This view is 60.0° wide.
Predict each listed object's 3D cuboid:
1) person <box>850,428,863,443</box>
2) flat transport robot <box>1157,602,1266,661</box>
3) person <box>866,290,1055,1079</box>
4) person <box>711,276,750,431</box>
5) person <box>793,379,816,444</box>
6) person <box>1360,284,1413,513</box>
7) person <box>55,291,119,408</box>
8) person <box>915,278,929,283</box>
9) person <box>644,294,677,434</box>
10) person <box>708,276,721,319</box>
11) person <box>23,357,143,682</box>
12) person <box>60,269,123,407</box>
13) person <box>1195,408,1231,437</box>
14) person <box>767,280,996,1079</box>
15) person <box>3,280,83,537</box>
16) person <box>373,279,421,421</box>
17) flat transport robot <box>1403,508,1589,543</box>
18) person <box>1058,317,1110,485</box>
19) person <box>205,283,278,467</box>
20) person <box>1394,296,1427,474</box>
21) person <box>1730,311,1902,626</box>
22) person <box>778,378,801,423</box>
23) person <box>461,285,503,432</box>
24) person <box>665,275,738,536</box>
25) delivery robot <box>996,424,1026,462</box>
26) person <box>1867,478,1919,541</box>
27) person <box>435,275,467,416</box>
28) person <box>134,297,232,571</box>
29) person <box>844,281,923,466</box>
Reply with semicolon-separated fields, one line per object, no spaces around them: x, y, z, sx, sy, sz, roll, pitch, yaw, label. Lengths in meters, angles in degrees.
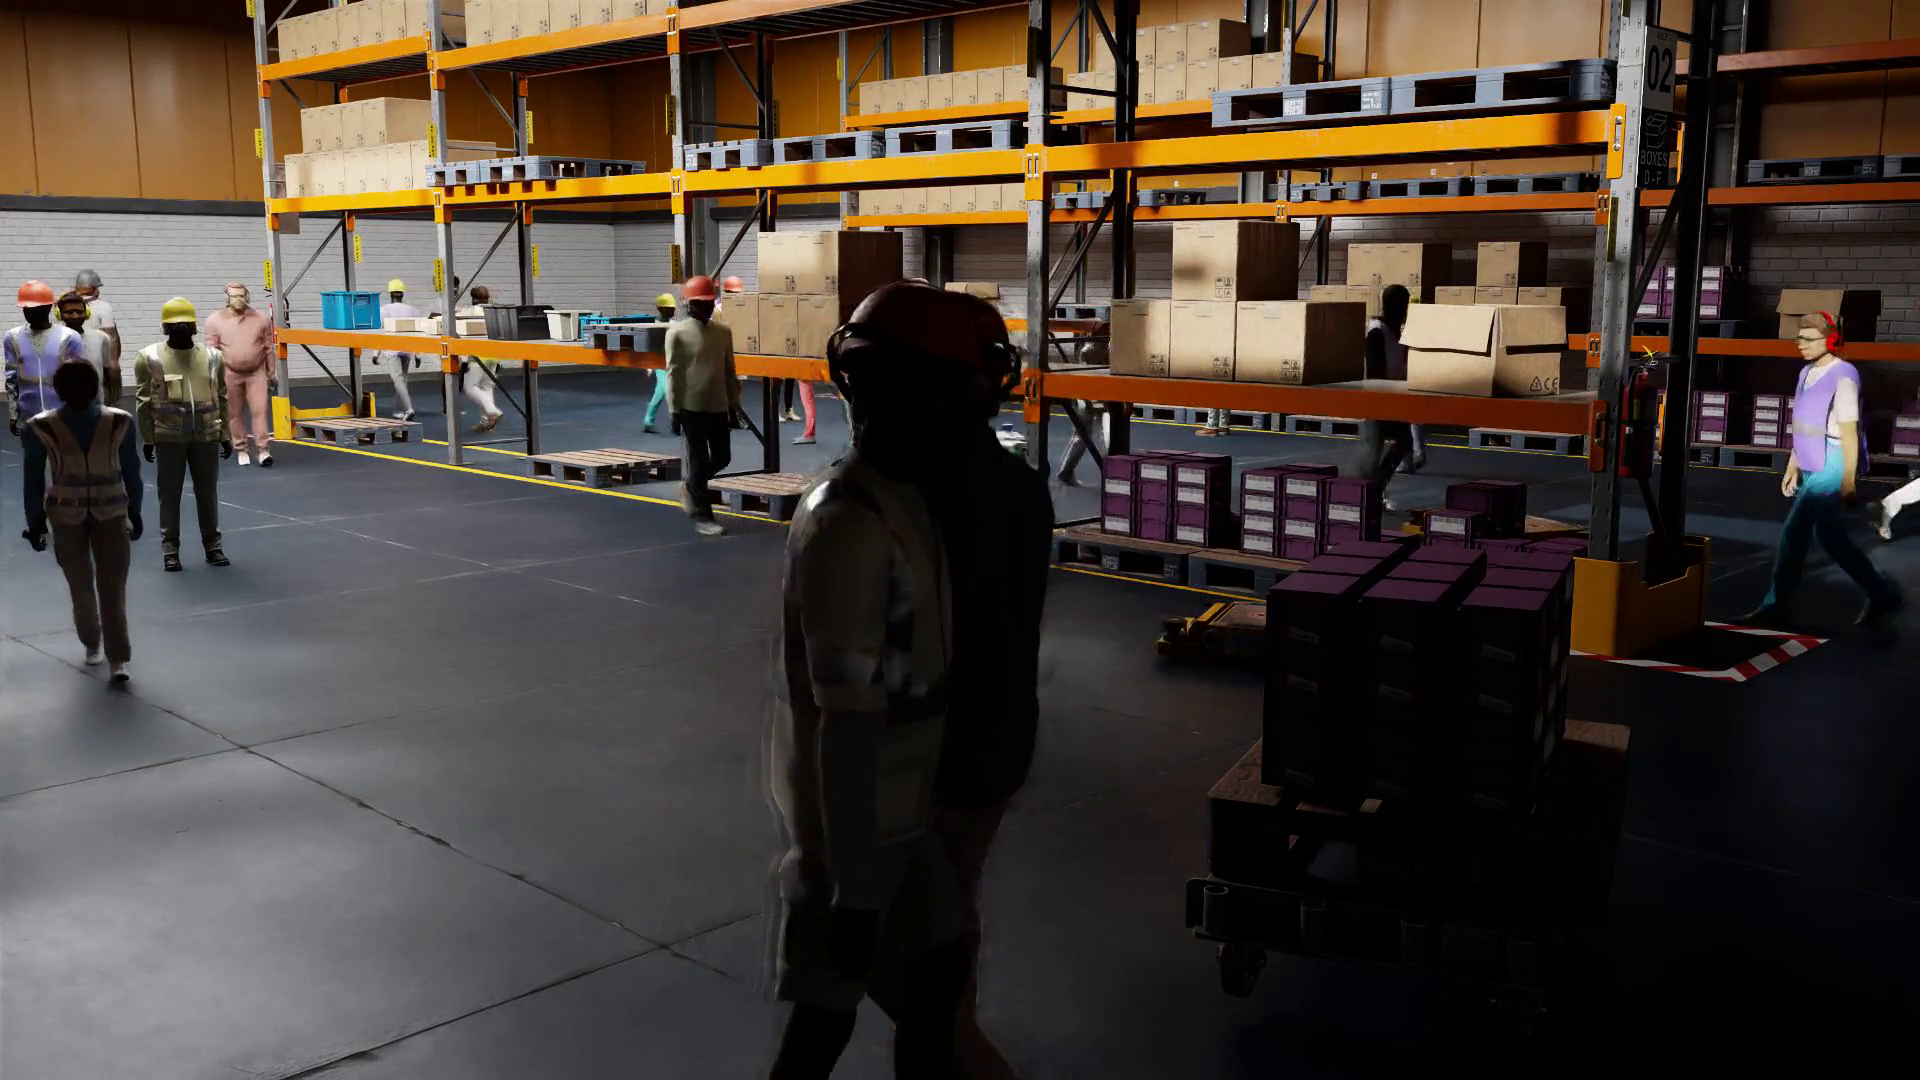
-0.998;-1.753;18.225;0.338;1.622;0.511;2;9;12;person
1.791;0.497;8.578;1.431;0.197;0.652;3;10;21;flat transport robot
-0.037;0.465;3.563;0.531;1.978;0.651;6;11;31;person
-2.830;-2.322;20.775;0.552;1.932;0.377;-9;13;-44;person
-1.816;-1.990;19.255;0.312;1.768;0.530;0;9;-3;person
3.505;-1.161;13.762;0.458;1.898;0.602;7;11;35;person
-6.713;-0.972;12.753;0.567;1.840;0.793;-7;11;-35;person
-0.494;-2.279;20.594;0.410;1.909;0.643;9;13;43;person
-3.548;-2.119;20.185;0.909;1.715;0.531;5;10;26;person
-4.064;-3.393;27.394;0.553;1.919;0.513;-7;12;-37;person
-4.329;-0.108;8.240;0.535;1.589;0.878;-5;11;-29;person
-10.066;-2.132;19.287;0.699;2.000;0.667;3;10;20;person
3.080;-2.214;20.099;0.371;1.939;0.629;9;13;44;person
-0.141;0.528;3.153;0.500;2.008;0.742;2;10;14;person
-6.885;-0.980;12.543;0.550;1.933;0.373;-3;10;-15;person
-7.460;-2.523;22.159;0.592;1.888;0.951;-8;12;-40;person
3.887;-0.057;11.972;0.652;0.197;1.431;-3;10;-20;flat transport robot
1.239;-1.259;15.307;0.571;1.589;0.831;-8;12;-40;person
-7.268;-1.656;16.870;0.676;1.867;0.939;-5;10;-28;person
4.417;-1.523;16.403;0.550;1.752;0.359;-5;11;-30;person
4.886;-0.381;9.316;0.910;1.797;0.613;2;9;9;person
-2.309;-2.390;21.937;0.318;1.691;0.532;7;11;36;person
-5.867;-2.221;20.502;0.494;1.822;0.638;4;10;26;person
-2.022;-1.042;12.803;0.615;1.979;0.704;-9;13;-43;person
0.442;-0.854;15.706;0.477;0.478;0.707;-7;11;-35;delivery robot
6.938;-0.824;11.819;0.753;1.867;0.578;9;13;43;person
-6.975;-2.669;22.855;0.440;1.943;0.612;1;9;9;person
-5.219;-0.713;11.223;0.590;1.833;0.404;-8;12;-39;person
-0.456;-0.724;10.967;0.629;1.940;0.373;3;10;15;person
